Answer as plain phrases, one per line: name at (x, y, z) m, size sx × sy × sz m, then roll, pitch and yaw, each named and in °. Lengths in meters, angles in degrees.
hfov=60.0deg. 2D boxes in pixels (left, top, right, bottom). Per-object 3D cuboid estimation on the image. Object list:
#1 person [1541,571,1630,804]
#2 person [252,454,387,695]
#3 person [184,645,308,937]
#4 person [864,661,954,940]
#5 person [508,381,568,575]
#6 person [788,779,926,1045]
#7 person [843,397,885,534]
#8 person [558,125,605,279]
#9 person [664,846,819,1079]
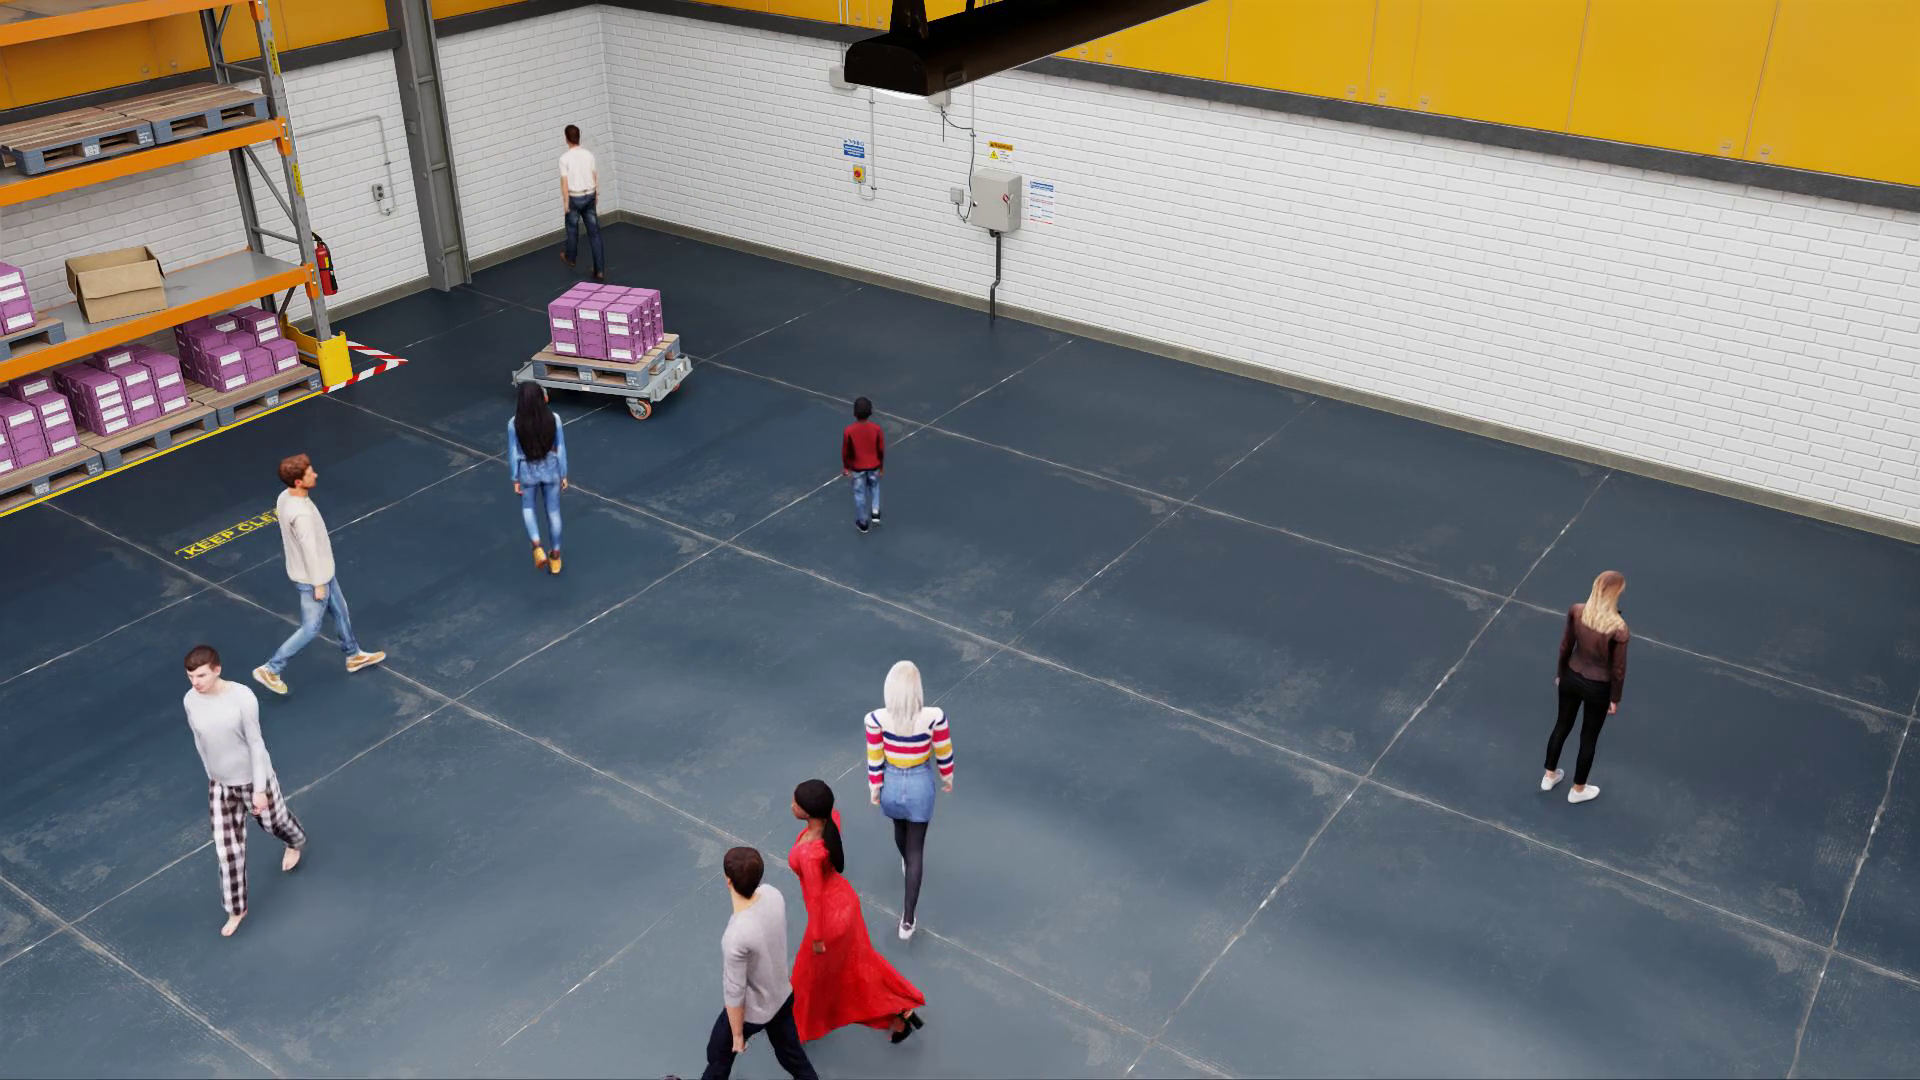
person at (4.162, 0.968, 11.058) m, size 0.604 × 1.702 × 0.661 m, roll -21°, pitch 35°, yaw -33°
person at (-4.823, 0.281, 12.143) m, size 1.279 × 1.869 × 0.978 m, roll -16°, pitch 32°, yaw -27°
person at (-4.342, 1.402, 10.161) m, size 1.042 × 1.799 × 1.222 m, roll 1°, pitch 29°, yaw 1°
person at (-0.315, 1.551, 9.919) m, size 1.056 × 1.770 × 1.250 m, roll 2°, pitch 29°, yaw 3°
person at (-3.441, -0.465, 13.680) m, size 0.803 × 1.707 × 0.861 m, roll -6°, pitch 29°, yaw -12°
person at (-0.614, 2.060, 8.998) m, size 0.944 × 1.757 × 1.111 m, roll 7°, pitch 29°, yaw 12°
person at (-0.818, -0.634, 14.470) m, size 0.562 × 1.247 × 0.642 m, roll -10°, pitch 30°, yaw -18°
person at (-4.545, -4.073, 20.173) m, size 1.118 × 1.823 × 0.969 m, roll -20°, pitch 34°, yaw -32°
person at (-0.927, 2.369, 8.396) m, size 0.833 × 1.792 × 1.134 m, roll 14°, pitch 32°, yaw 24°
